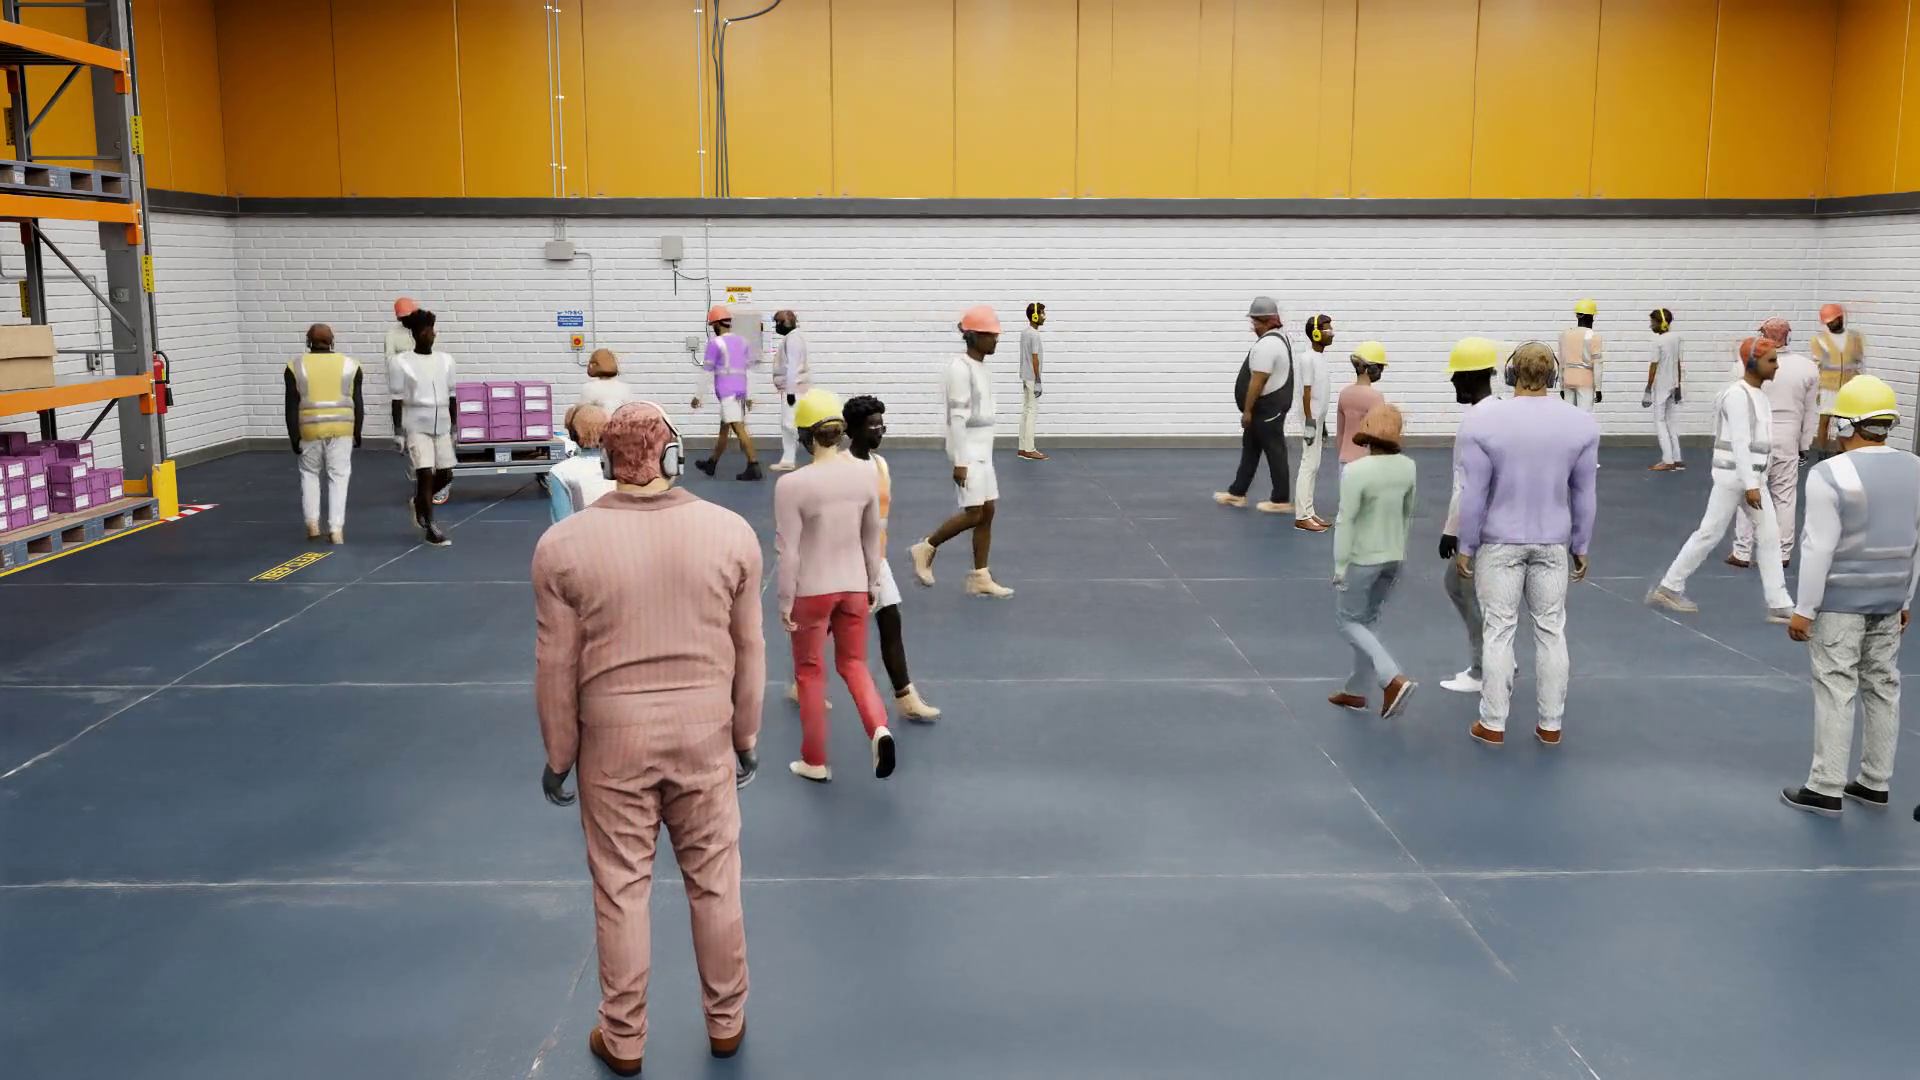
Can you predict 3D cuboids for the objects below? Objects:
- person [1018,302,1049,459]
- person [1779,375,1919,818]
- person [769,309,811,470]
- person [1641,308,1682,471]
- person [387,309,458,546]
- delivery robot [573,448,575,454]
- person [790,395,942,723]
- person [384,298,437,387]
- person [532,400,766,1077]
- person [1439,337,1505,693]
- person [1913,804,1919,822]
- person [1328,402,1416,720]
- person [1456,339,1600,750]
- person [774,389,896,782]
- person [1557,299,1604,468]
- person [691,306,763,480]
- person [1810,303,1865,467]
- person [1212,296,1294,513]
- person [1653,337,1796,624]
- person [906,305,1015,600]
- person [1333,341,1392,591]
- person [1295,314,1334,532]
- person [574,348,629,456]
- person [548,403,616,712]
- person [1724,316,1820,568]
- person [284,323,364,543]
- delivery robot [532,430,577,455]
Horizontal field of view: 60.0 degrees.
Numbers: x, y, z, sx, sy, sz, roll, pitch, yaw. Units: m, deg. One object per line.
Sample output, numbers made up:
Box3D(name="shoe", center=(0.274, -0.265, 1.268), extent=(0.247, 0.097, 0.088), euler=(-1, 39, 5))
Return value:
Box3D(name="person", center=(0.869, -1.900, 19.889), extent=(0.310, 1.868, 0.532), euler=(-2, 10, -14))
Box3D(name="person", center=(3.696, 0.236, 6.896), extent=(0.591, 1.834, 0.404), euler=(-3, 10, -16))
Box3D(name="person", center=(-1.807, -1.667, 18.633), extent=(0.612, 1.821, 0.659), euler=(-1, 9, -7))
Box3D(name="person", center=(7.906, -1.678, 18.661), extent=(0.593, 1.835, 0.360), euler=(-7, 12, -38))
Box3D(name="person", center=(-4.435, -0.934, 13.730), extent=(0.679, 1.946, 0.611), euler=(9, 13, 43))
Box3D(name="delivery robot", center=(-3.624, -0.847, 17.162), extent=(0.707, 0.478, 0.477), euler=(-2, 9, -13))
Box3D(name="person", center=(-0.526, 0.095, 8.331), extent=(0.851, 1.646, 0.523), euler=(7, 11, 36))
Box3D(name="person", center=(-6.270, -1.800, 19.056), extent=(0.647, 1.936, 0.670), euler=(-6, 11, -32))
Box3D(name="person", center=(-0.871, 0.559, 4.711), extent=(0.643, 1.905, 0.400), euler=(-3, 10, -18))
Box3D(name="person", center=(2.746, -0.122, 8.855), extent=(0.409, 1.907, 0.608), euler=(4, 10, 25))
Box3D(name="person", center=(4.292, 0.265, 6.623), extent=(0.997, 1.862, 0.591), euler=(-5, 11, -29))
Box3D(name="person", center=(2.081, 0.111, 8.354), extent=(0.517, 1.610, 0.606), euler=(-6, 11, -32))
Box3D(name="person", center=(2.659, 0.030, 7.841), extent=(0.634, 1.938, 0.355), euler=(1, 9, 4))
Box3D(name="person", center=(-0.550, 0.222, 7.211), extent=(0.537, 1.752, 0.561), euler=(-6, 11, -33))
Box3D(name="person", center=(7.058, -1.771, 18.919), extent=(0.363, 1.928, 0.587), euler=(-6, 11, -31))
Box3D(name="person", center=(-2.519, -1.579, 17.950), extent=(1.030, 1.872, 0.569), euler=(6, 11, 34))
Box3D(name="person", center=(9.993, -1.728, 18.812), extent=(0.749, 1.889, 0.418), euler=(1, 9, 7))
Box3D(name="person", center=(2.720, -1.276, 15.535), extent=(0.885, 2.000, 0.711), euler=(3, 10, 19))
Box3D(name="person", center=(5.031, -0.394, 10.761), extent=(0.571, 1.844, 0.981), euler=(-8, 12, -41))
Box3D(name="person", center=(0.028, -0.592, 11.385), extent=(0.662, 2.026, 0.634), euler=(4, 10, 22))
Box3D(name="person", center=(2.852, -0.519, 11.745), extent=(0.318, 1.767, 0.523), euler=(-4, 10, -21))
Box3D(name="person", center=(3.099, -1.018, 14.461), extent=(0.329, 1.877, 0.510), euler=(4, 10, 24))
Box3D(name="person", center=(-2.943, -0.808, 13.998), extent=(0.776, 1.605, 0.496), euler=(6, 11, 33))
Box3D(name="person", center=(-1.773, 0.123, 8.277), extent=(0.499, 1.611, 0.767), euler=(-6, 11, -32))
Box3D(name="person", center=(6.122, -0.734, 12.616), extent=(0.643, 1.912, 0.410), euler=(1, 9, 8))
Box3D(name="person", center=(-5.292, -0.894, 13.873), extent=(0.623, 1.819, 0.660), euler=(-4, 10, -24))
Box3D(name="delivery robot", center=(-4.254, -0.918, 17.600), extent=(0.477, 0.478, 0.707), euler=(1, 9, 6))
